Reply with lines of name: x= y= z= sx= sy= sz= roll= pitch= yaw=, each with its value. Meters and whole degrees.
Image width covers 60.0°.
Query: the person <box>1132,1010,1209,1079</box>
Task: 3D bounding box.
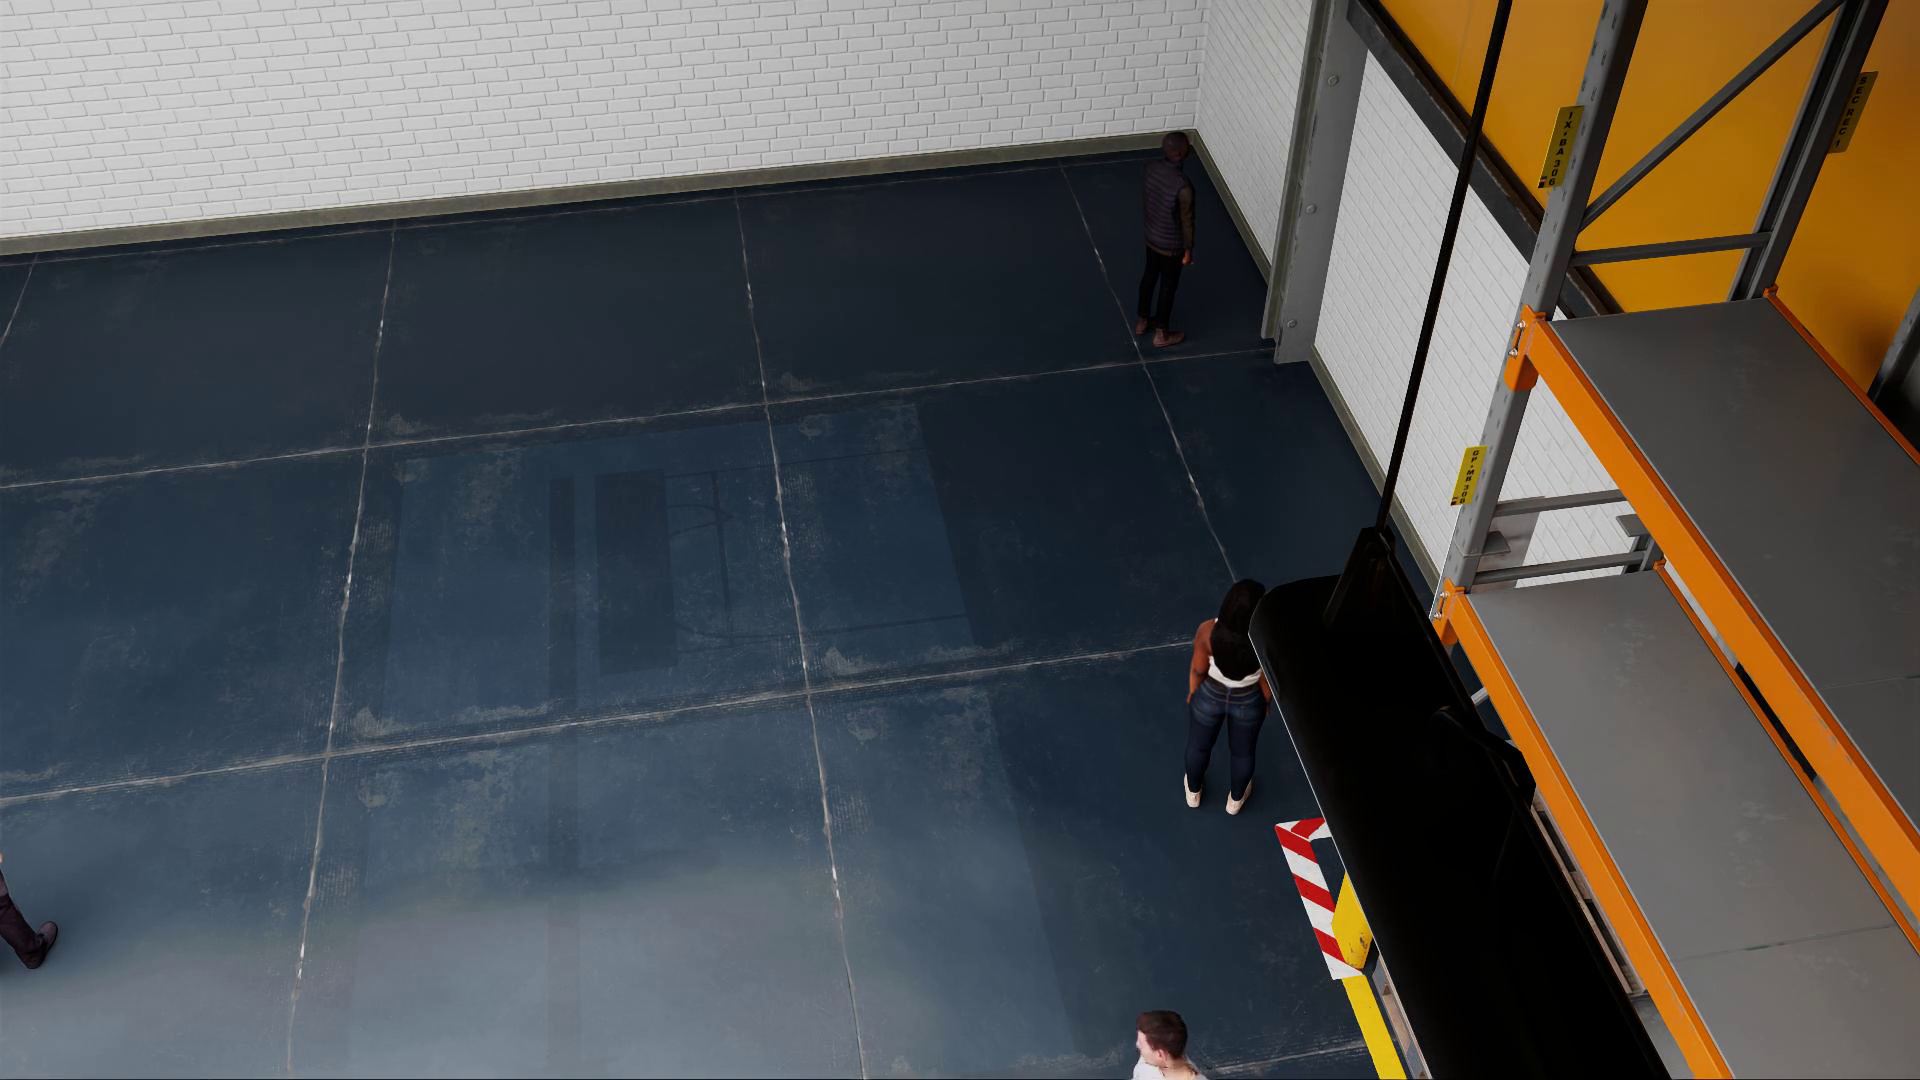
person: x=0.963 y=2.788 z=7.497 sx=0.814 sy=1.811 sz=0.941 roll=31 pitch=52 yaw=28

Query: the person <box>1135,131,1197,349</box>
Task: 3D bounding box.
person: x=1.587 y=-2.333 z=12.855 sx=0.837 sy=1.835 sz=0.667 roll=-25 pitch=49 yaw=-24

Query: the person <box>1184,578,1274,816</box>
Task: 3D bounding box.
person: x=1.536 y=0.903 z=9.477 sx=0.739 sy=1.809 sz=0.744 roll=10 pitch=45 yaw=11
